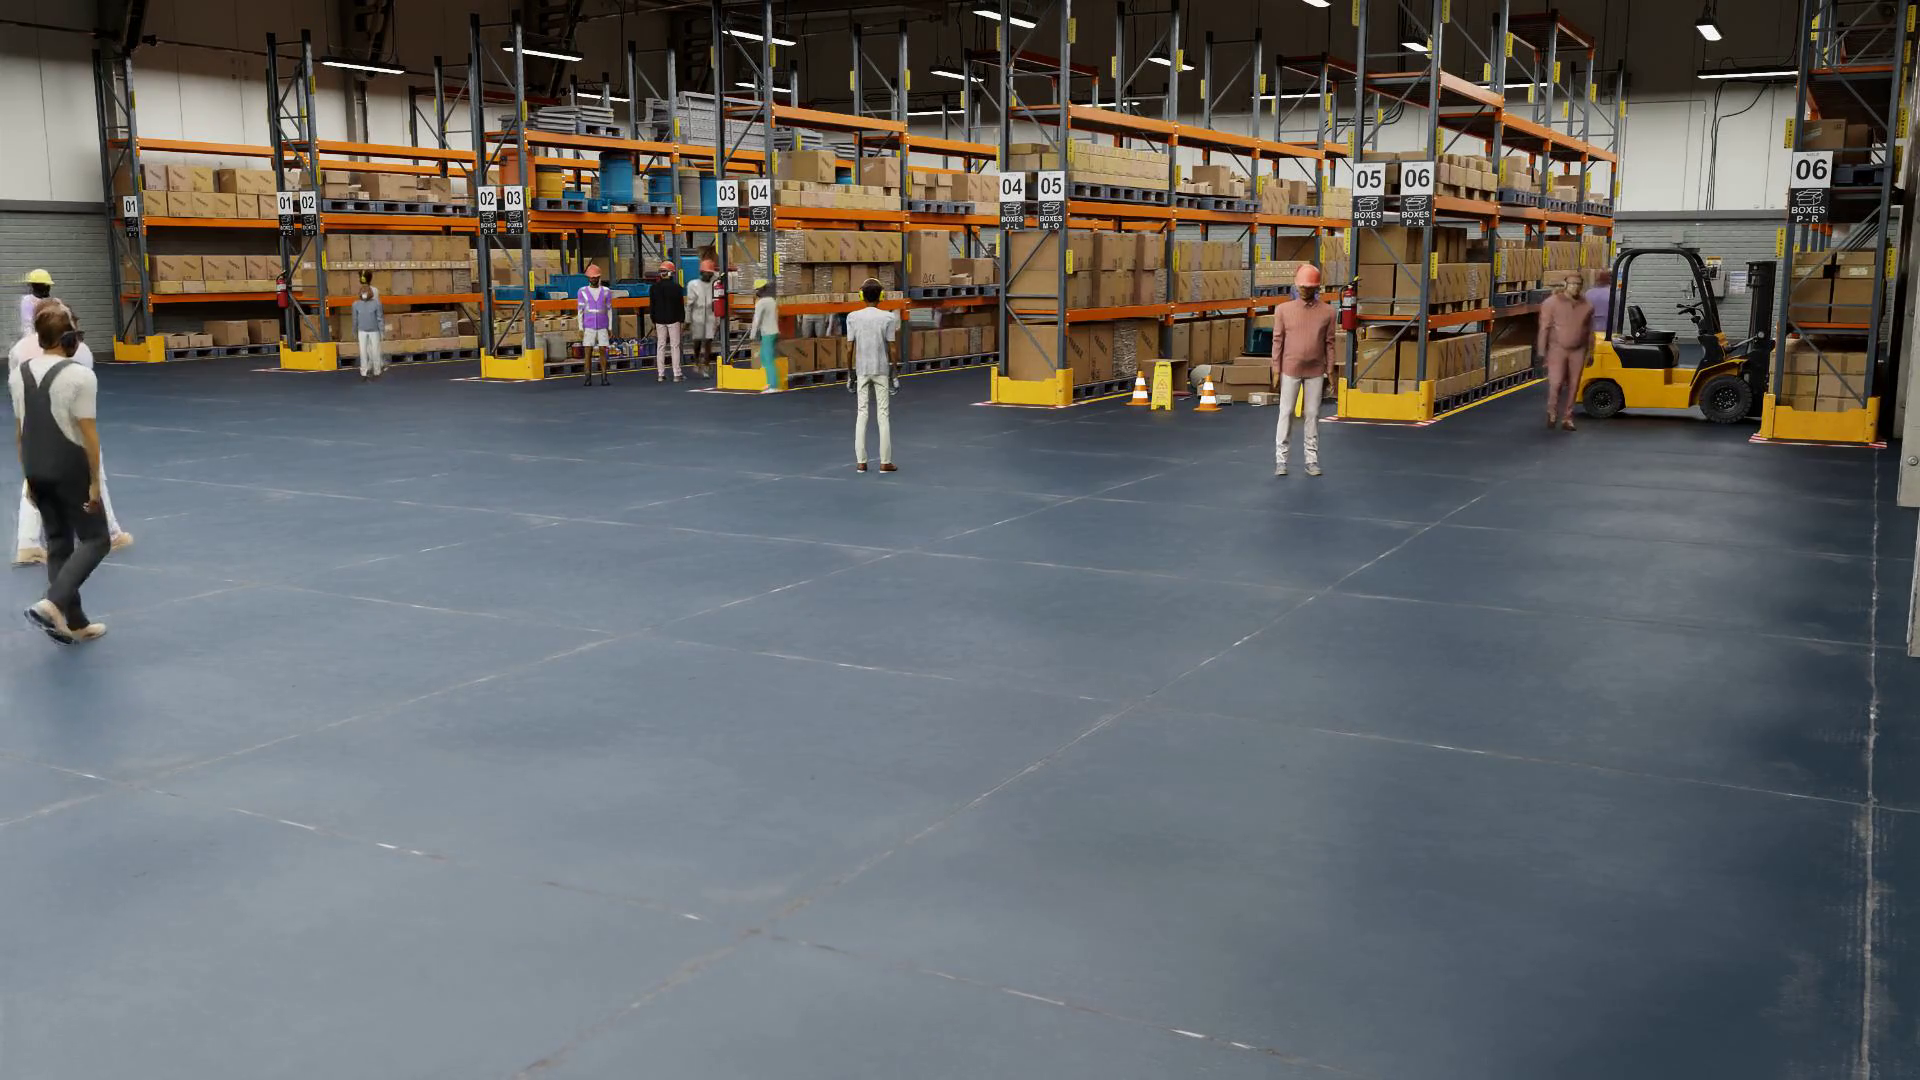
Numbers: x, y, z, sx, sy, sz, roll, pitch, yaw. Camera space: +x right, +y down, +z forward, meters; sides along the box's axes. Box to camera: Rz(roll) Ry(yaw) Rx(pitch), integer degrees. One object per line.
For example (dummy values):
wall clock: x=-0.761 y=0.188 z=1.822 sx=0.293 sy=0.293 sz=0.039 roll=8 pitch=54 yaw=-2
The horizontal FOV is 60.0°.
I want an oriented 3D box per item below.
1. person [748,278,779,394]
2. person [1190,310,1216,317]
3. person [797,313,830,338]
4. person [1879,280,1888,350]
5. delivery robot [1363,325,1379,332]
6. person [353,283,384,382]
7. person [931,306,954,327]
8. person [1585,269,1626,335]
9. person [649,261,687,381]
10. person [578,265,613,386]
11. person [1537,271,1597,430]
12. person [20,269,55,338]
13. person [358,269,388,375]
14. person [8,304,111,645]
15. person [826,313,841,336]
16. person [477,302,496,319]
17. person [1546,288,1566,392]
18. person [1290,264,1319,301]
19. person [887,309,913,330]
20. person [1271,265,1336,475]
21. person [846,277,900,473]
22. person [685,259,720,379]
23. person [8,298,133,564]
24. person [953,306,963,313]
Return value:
person: x=-2.925 y=-3.075 z=25.119 sx=0.493 sy=1.735 sz=0.581 roll=3 pitch=10 yaw=18
person: x=4.851 y=-4.394 z=33.173 sx=0.513 sy=1.632 sz=0.313 roll=2 pitch=10 yaw=12
person: x=-2.600 y=-3.924 z=29.543 sx=0.625 sy=1.931 sz=0.368 roll=0 pitch=10 yaw=-2
person: x=20.033 y=-5.109 z=36.532 sx=0.384 sy=1.913 sz=0.592 roll=-7 pitch=12 yaw=-34
delivery robot: x=9.372 y=-4.630 z=37.415 sx=0.707 sy=0.478 sz=0.477 roll=-2 pitch=10 yaw=-11
person: x=-9.817 y=-3.444 z=27.610 sx=0.504 sy=1.631 sz=0.297 roll=-1 pitch=10 yaw=-7
person: x=-0.363 y=-4.837 z=35.419 sx=0.529 sy=1.745 sz=0.398 roll=1 pitch=10 yaw=7
person: x=9.453 y=-3.002 z=24.269 sx=0.840 sy=1.877 sz=0.673 roll=-9 pitch=13 yaw=-42
person: x=-4.831 y=-3.615 z=27.568 sx=0.611 sy=1.985 sz=0.393 roll=3 pitch=10 yaw=15
person: x=-5.825 y=-3.429 z=26.616 sx=0.552 sy=1.935 sz=0.374 roll=-3 pitch=10 yaw=-19
person: x=7.233 y=-2.238 z=19.781 sx=0.678 sy=1.889 sz=0.435 roll=0 pitch=10 yaw=-2
person: x=-11.465 y=-2.410 z=20.713 sx=0.476 sy=1.910 sz=0.620 roll=-1 pitch=10 yaw=-6
person: x=-10.308 y=-3.784 z=29.000 sx=0.567 sy=1.886 sz=0.563 roll=2 pitch=10 yaw=12
person: x=-4.744 y=-0.315 z=8.721 sx=0.507 sy=1.825 sz=0.544 roll=1 pitch=10 yaw=8
person: x=-2.642 y=-4.357 z=32.406 sx=0.560 sy=1.813 sz=0.988 roll=3 pitch=10 yaw=18
person: x=-10.279 y=-4.902 z=36.121 sx=0.500 sy=1.636 sz=0.281 roll=6 pitch=11 yaw=30
person: x=9.266 y=-3.086 z=25.633 sx=0.526 sy=1.591 sz=0.878 roll=5 pitch=11 yaw=26
person: x=6.030 y=-3.882 z=29.264 sx=0.542 sy=1.939 sz=0.369 roll=6 pitch=12 yaw=32
person: x=-1.254 y=-4.371 z=33.114 sx=0.499 sy=1.596 sz=0.814 roll=6 pitch=11 yaw=32
person: x=3.251 y=-1.597 z=15.748 sx=0.608 sy=1.986 sz=0.391 roll=0 pitch=10 yaw=0
person: x=-0.832 y=-1.577 z=15.954 sx=0.533 sy=1.876 sz=0.320 roll=2 pitch=10 yaw=10
person: x=-4.331 y=-3.734 z=28.166 sx=0.647 sy=2.019 sz=0.531 roll=-3 pitch=10 yaw=-19
person: x=-6.149 y=-0.750 z=11.364 sx=0.644 sy=1.795 sz=0.954 roll=2 pitch=10 yaw=11
person: x=0.137 y=-5.641 z=39.640 sx=0.623 sy=1.914 sz=1.005 roll=5 pitch=11 yaw=28
